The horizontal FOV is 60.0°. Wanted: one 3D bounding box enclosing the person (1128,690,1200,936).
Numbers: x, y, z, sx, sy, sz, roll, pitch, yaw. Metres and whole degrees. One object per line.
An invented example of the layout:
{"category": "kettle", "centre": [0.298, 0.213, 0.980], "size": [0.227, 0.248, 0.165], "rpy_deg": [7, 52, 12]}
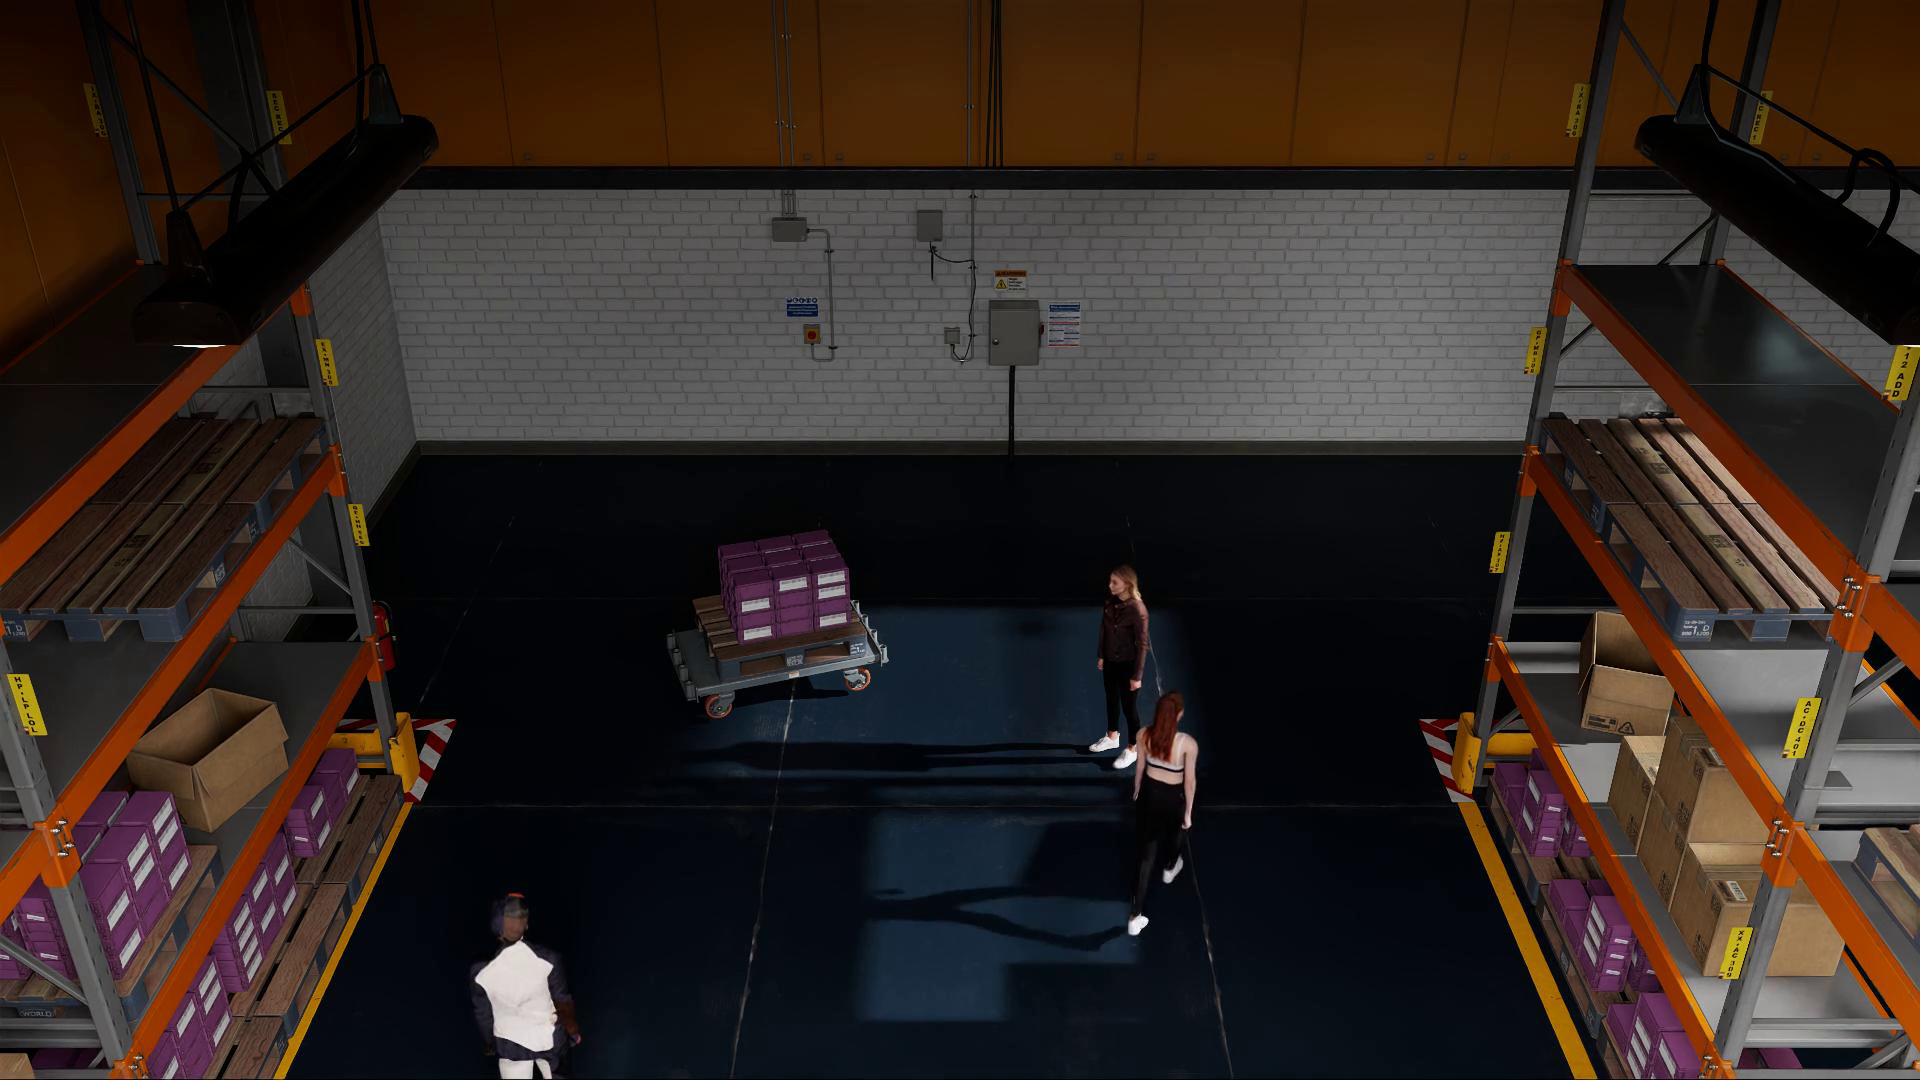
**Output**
{"category": "person", "centre": [1.274, 1.780, 10.809], "size": [0.937, 1.697, 1.246], "rpy_deg": [13, 31, 22]}

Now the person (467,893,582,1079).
{"category": "person", "centre": [-2.314, 2.681, 8.952], "size": [0.718, 1.893, 0.642], "rpy_deg": [-4, 29, -8]}

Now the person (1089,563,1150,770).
{"category": "person", "centre": [1.214, 0.917, 12.385], "size": [0.738, 1.703, 0.634], "rpy_deg": [-18, 34, -30]}
